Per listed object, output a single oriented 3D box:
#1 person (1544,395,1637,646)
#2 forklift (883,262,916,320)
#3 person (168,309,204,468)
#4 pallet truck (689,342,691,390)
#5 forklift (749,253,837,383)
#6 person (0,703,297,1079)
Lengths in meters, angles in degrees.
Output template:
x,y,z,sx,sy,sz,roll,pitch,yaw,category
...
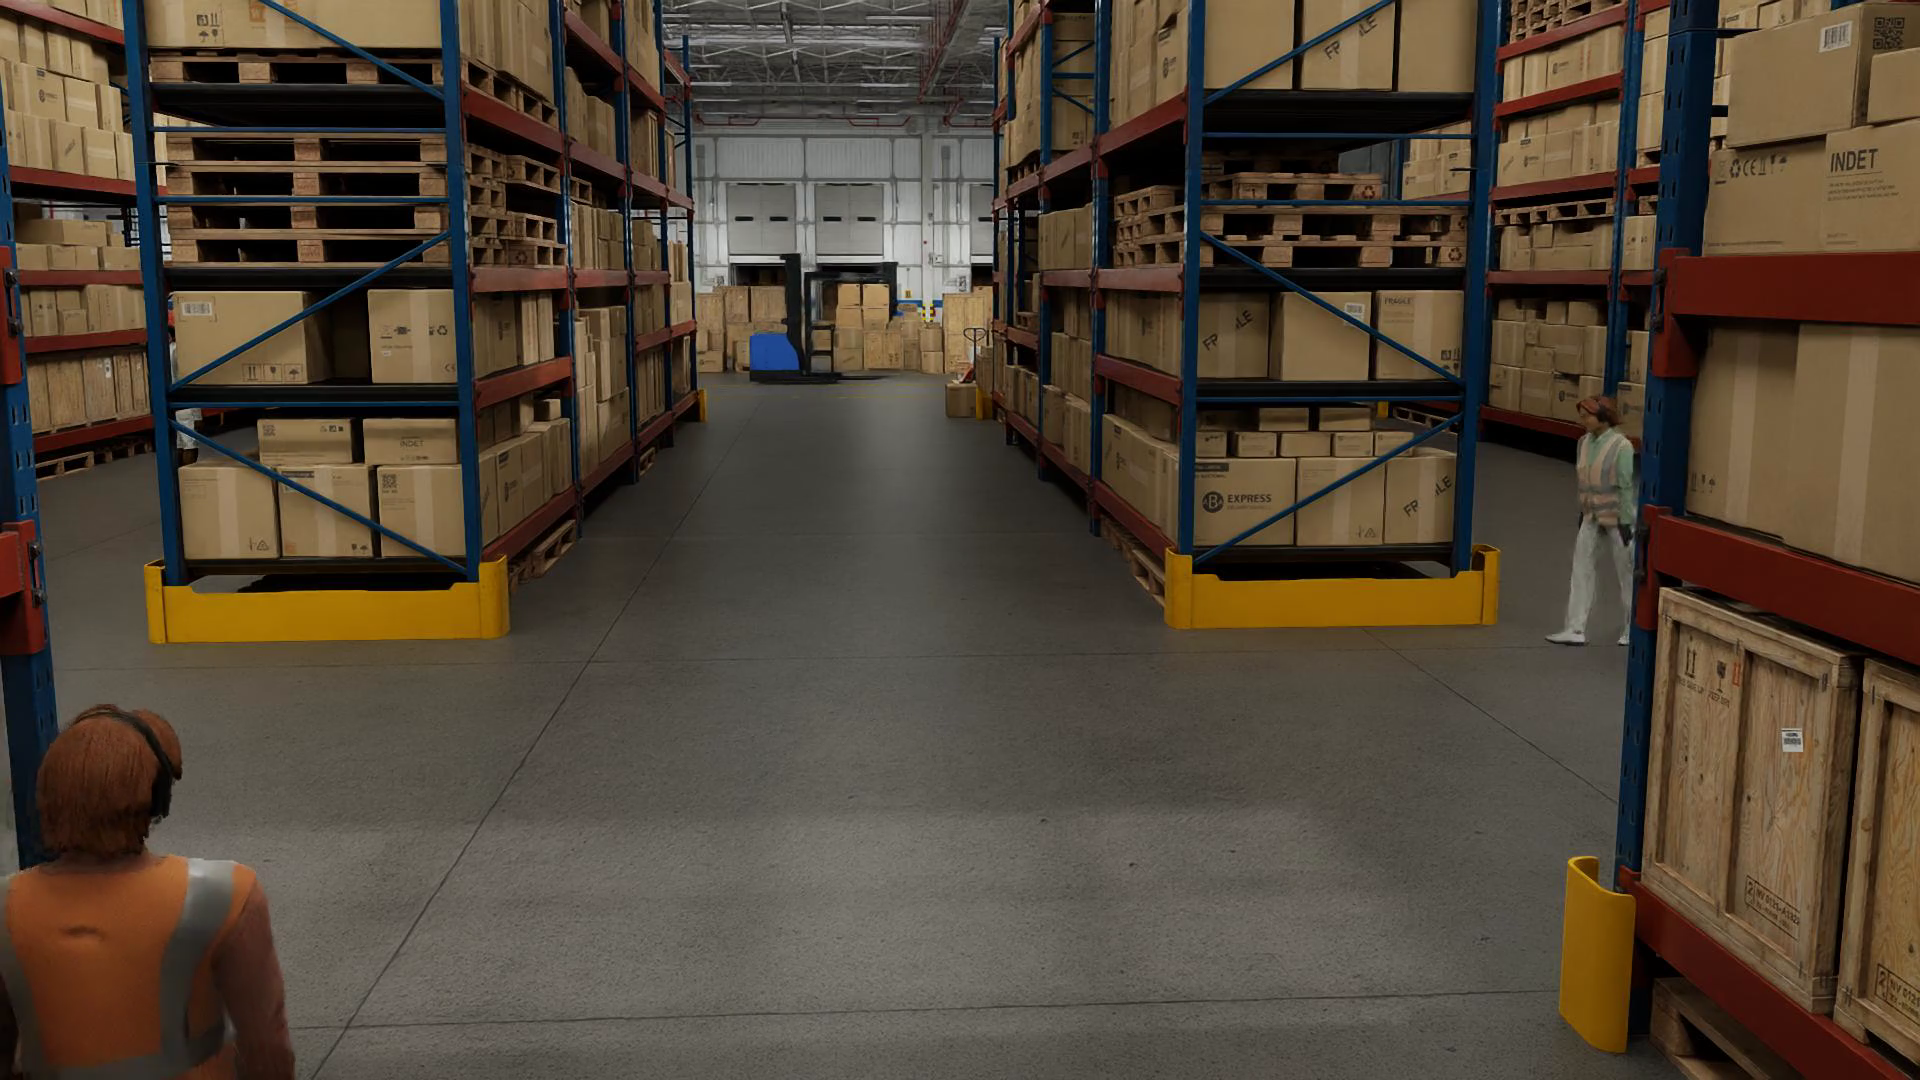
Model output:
x,y,z,sx,sy,sz,roll,pitch,yaw,category
4.046,-0.113,10.510,0.772,1.590,0.597,-3,10,-20,person
-2.427,-8.331,58.140,1.873,2.768,1.129,-3,9,-16,forklift
-7.548,-1.237,16.214,0.605,2.045,0.377,8,12,40,person
-5.225,-3.008,27.480,1.885,1.965,0.823,2,9,14,pallet truck
-3.635,-4.830,36.161,1.873,2.768,1.129,-1,9,-4,forklift
-1.436,1.091,2.912,0.519,1.625,0.368,-1,9,-7,person
